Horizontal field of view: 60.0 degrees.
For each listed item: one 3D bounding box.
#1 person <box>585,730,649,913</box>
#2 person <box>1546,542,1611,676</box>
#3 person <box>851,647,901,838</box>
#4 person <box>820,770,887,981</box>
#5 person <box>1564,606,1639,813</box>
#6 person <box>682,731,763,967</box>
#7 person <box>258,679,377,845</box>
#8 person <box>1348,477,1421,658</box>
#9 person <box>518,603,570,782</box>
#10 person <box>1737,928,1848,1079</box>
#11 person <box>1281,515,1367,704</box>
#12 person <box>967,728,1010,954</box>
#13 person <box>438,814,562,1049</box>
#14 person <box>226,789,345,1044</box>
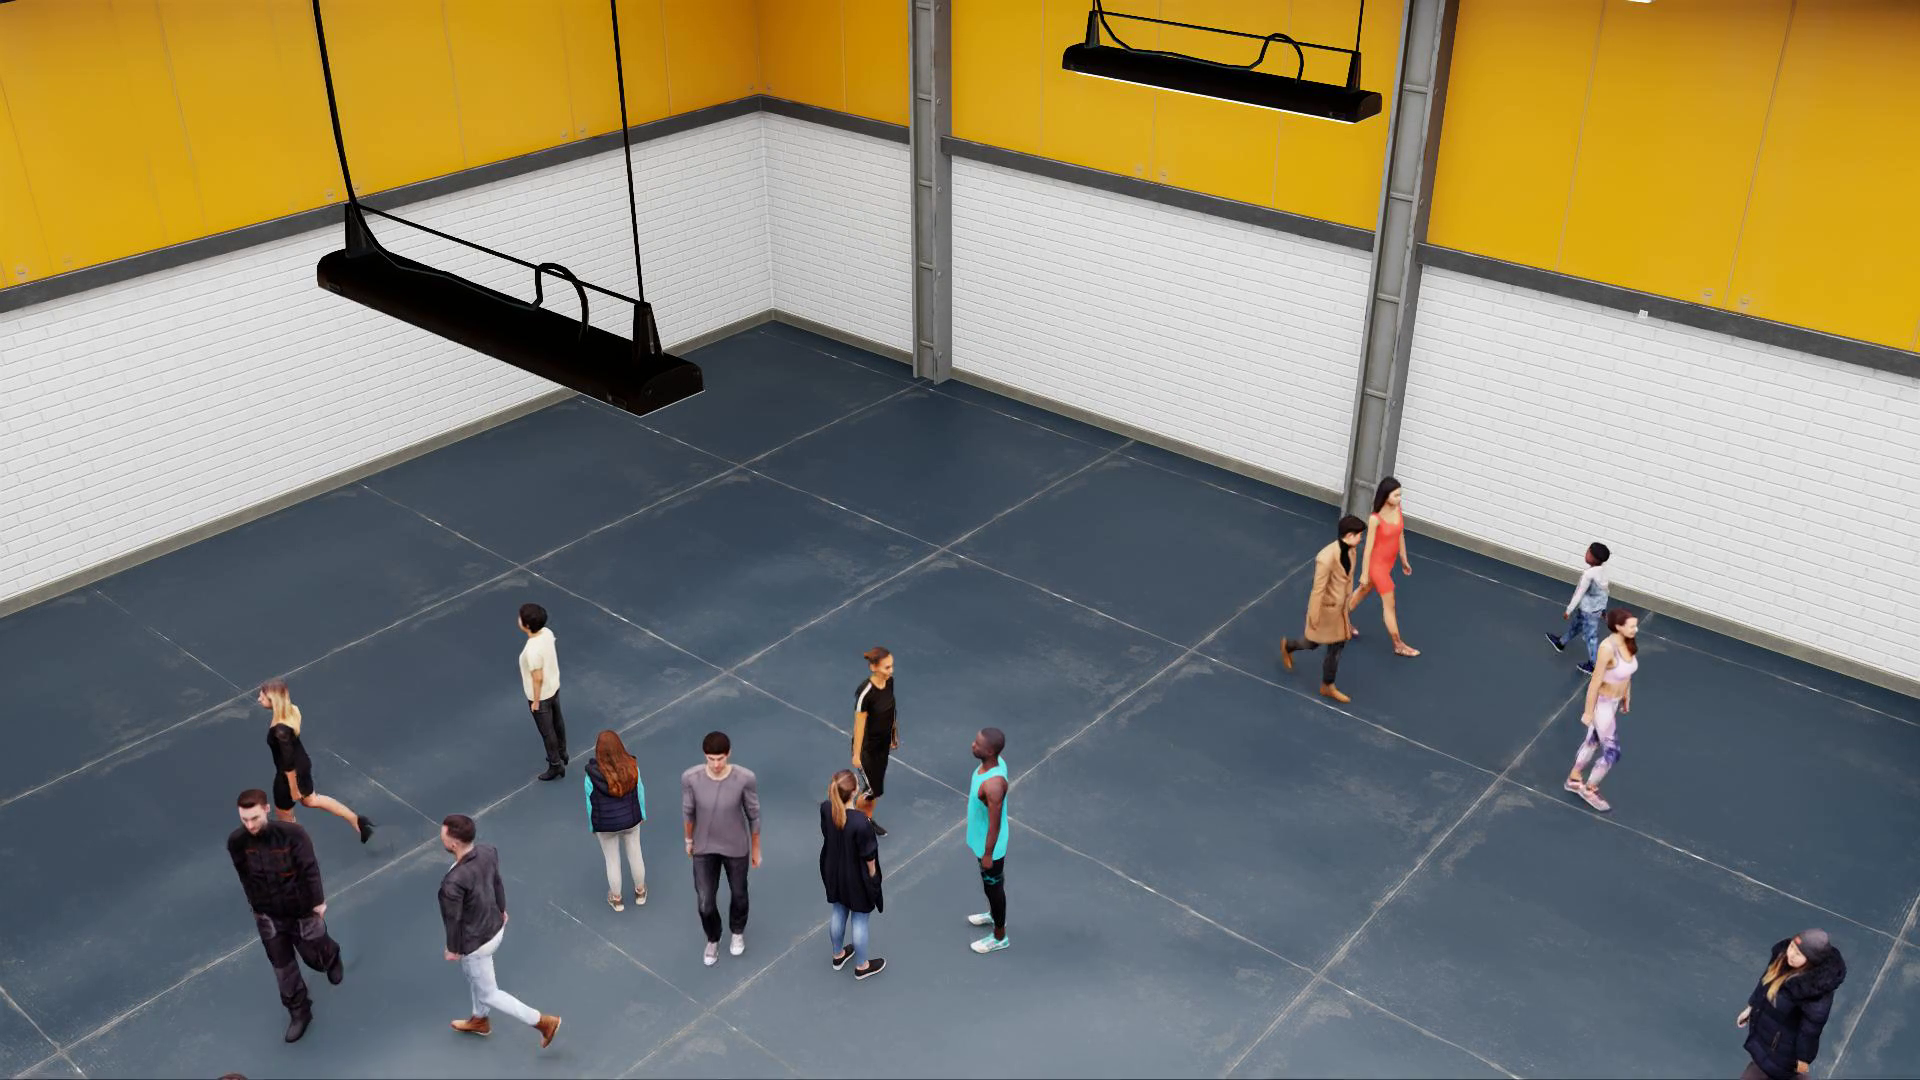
[{"bbox_3d":[-2.455,1.999,11.914,0.679,1.500,0.714,-11,30,-19],"label":"person"},{"bbox_3d":[5.621,0.627,14.715,0.617,1.227,0.900,-19,34,-31],"label":"person"},{"bbox_3d":[-0.729,1.513,12.647,0.613,1.652,0.639,20,35,33],"label":"person"},{"bbox_3d":[-0.750,2.255,11.254,0.490,1.683,0.685,20,35,33],"label":"person"},{"bbox_3d":[4.949,1.268,12.987,0.648,1.756,0.609,24,37,37],"label":"person"},{"bbox_3d":[-1.633,2.046,11.474,0.810,1.840,0.873,-1,29,-3],"label":"person"},{"bbox_3d":[-4.827,1.725,12.256,0.998,1.654,0.993,-6,29,-10],"label":"person"},{"bbox_3d":[3.730,0.206,15.029,1.108,1.665,0.602,23,36,35],"label":"person"},{"bbox_3d":[-3.330,1.202,13.286,0.664,1.587,0.655,3,29,5],"label":"person"},{"bbox_3d":[5.027,2.975,9.985,1.184,1.635,1.046,2,29,3],"label":"person"},{"bbox_3d":[3.119,0.552,14.382,0.798,1.678,1.096,-19,34,-31],"label":"person"},{"bbox_3d":[0.217,2.056,11.486,0.737,1.810,0.692,-1,29,-1],"label":"person"},{"bbox_3d":[-2.989,2.543,10.593,1.176,1.811,0.979,6,29,11],"label":"person"},{"bbox_3d":[-4.372,2.354,10.848,1.024,1.898,1.076,-1,29,-2],"label":"person"}]
